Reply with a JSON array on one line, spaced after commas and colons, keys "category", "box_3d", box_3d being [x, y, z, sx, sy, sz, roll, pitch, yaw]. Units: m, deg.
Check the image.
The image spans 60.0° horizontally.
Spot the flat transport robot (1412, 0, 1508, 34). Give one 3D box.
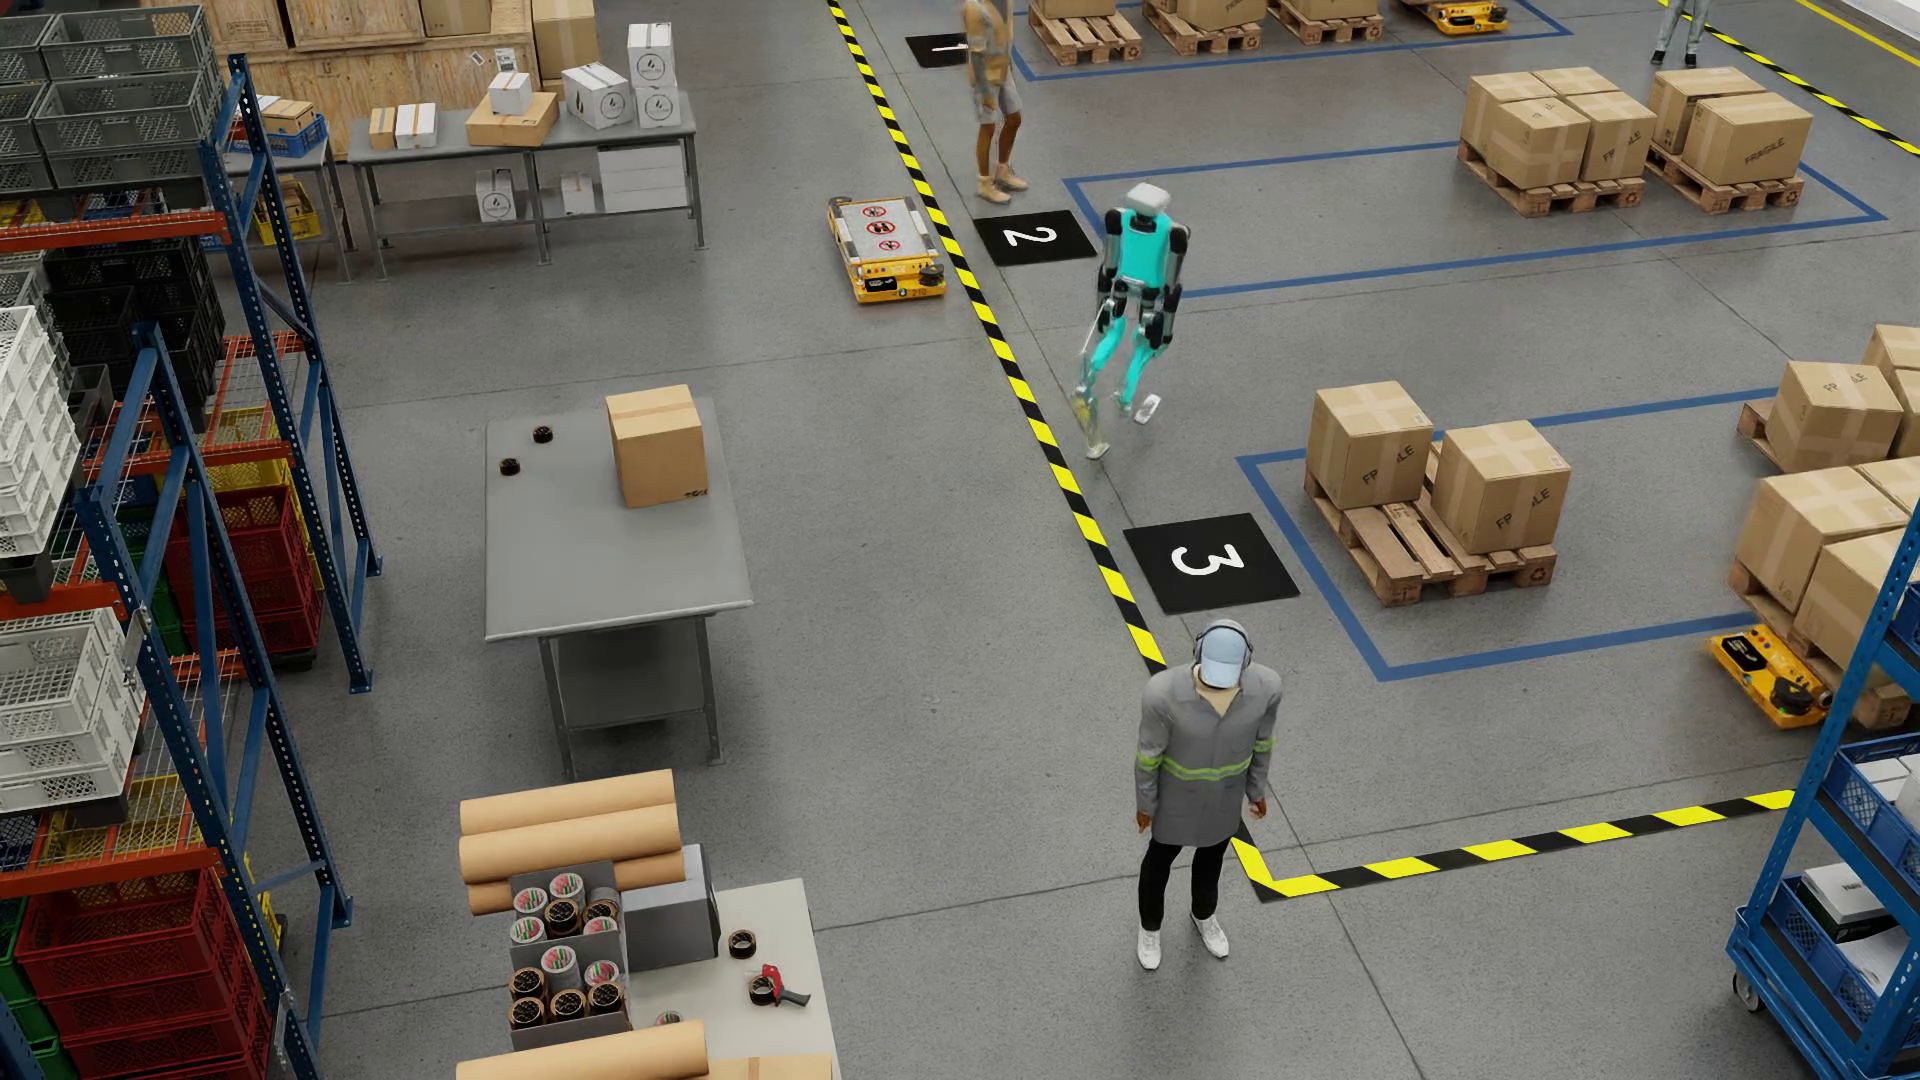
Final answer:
[{"category": "flat transport robot", "box_3d": [4.954, -5.511, 16.937, 0.652, 0.197, 1.431, -8, 37, -10]}]

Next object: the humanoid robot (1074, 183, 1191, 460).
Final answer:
[{"category": "humanoid robot", "box_3d": [0.981, -1.230, 9.994, 0.548, 1.748, 1.047, 19, 41, 24]}]

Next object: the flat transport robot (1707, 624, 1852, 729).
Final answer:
[{"category": "flat transport robot", "box_3d": [4.767, 0.600, 8.724, 1.431, 0.197, 0.652, -8, 37, -10]}]

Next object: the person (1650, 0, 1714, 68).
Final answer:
[{"category": "person", "box_3d": [6.835, -5.282, 15.342, 0.597, 1.830, 0.403, 11, 38, 15]}]

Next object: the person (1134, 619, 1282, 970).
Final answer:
[{"category": "person", "box_3d": [0.995, 1.045, 6.825, 0.587, 1.849, 0.396, -6, 37, -7]}]

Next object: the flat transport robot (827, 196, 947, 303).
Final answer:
[{"category": "flat transport robot", "box_3d": [-0.570, -2.220, 12.538, 0.659, 0.231, 1.431, -8, 37, -10]}]

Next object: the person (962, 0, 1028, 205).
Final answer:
[{"category": "person", "box_3d": [0.278, -3.604, 12.927, 0.442, 2.035, 0.641, 23, 42, 27]}]
